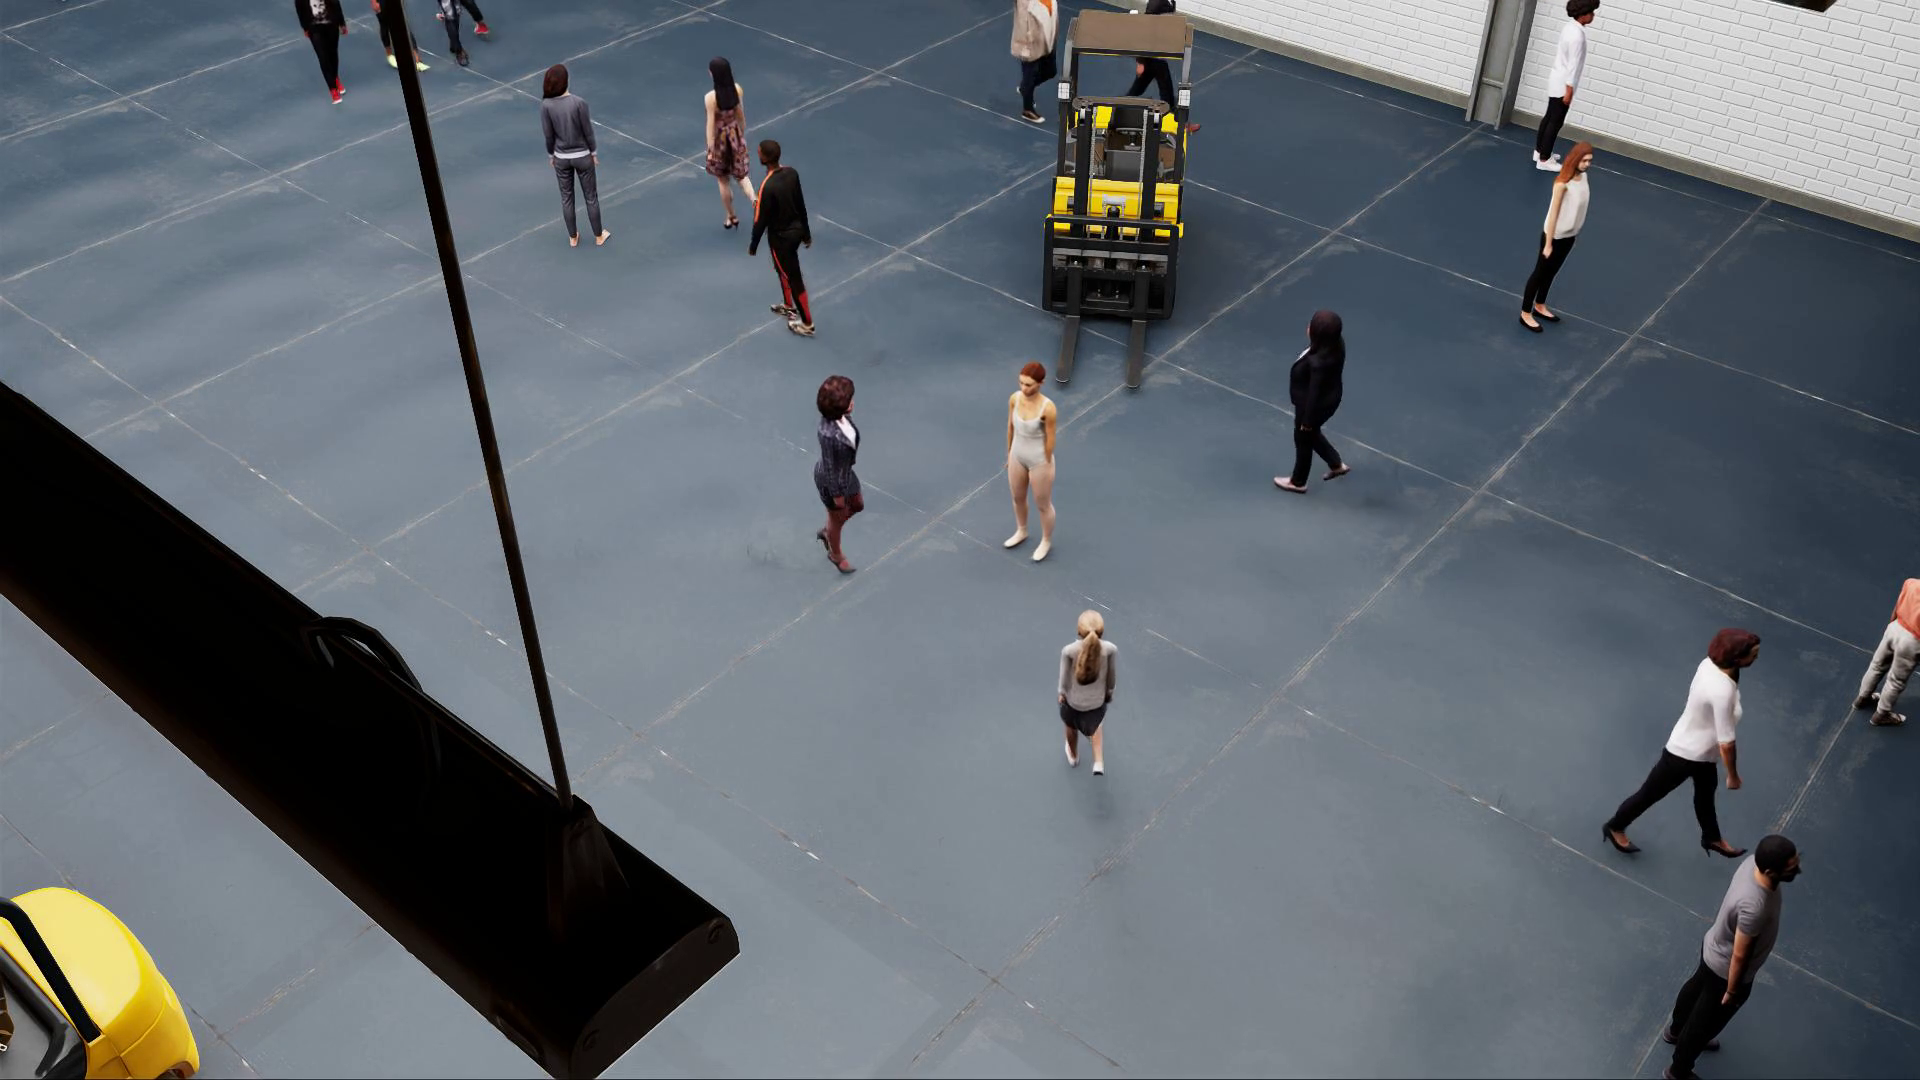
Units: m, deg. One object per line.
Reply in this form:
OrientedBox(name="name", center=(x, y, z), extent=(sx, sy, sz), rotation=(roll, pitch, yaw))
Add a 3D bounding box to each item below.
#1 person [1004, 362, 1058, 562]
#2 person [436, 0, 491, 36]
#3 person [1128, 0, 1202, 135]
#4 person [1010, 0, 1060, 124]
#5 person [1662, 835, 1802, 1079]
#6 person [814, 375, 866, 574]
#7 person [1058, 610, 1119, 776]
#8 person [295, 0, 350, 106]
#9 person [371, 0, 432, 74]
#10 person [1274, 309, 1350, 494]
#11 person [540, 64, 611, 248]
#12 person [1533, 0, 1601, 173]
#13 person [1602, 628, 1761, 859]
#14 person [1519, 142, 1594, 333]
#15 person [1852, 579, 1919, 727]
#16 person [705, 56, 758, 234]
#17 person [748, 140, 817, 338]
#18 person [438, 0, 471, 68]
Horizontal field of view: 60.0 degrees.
OrientedBox(name="person", center=(0.516, -0.581, 11.858), extent=(0.448, 1.641, 0.602), rotation=(23, 44, 26))
OrientedBox(name="person", center=(-5.909, -6.756, 19.534), extent=(1.198, 1.711, 0.757), rotation=(23, 44, 26))
OrientedBox(name="person", center=(1.955, -5.113, 17.377), extent=(1.276, 1.834, 1.033), rotation=(11, 40, 13))
OrientedBox(name="person", center=(0.731, -5.381, 17.679), extent=(0.759, 1.877, 0.690), rotation=(29, 47, 31))
OrientedBox(name="person", center=(3.886, 2.108, 8.398), extent=(0.656, 1.755, 0.677), rotation=(13, 40, 16))
OrientedBox(name="person", center=(-0.945, -0.434, 11.636), extent=(0.762, 1.686, 0.733), rotation=(9, 40, 12))
OrientedBox(name="person", center=(0.782, 0.973, 10.212), extent=(0.708, 1.266, 0.771), rotation=(-4, 39, -6))
OrientedBox(name="person", center=(-6.999, -5.659, 18.214), extent=(0.841, 1.643, 1.083), rotation=(-20, 43, -23))
OrientedBox(name="person", center=(-6.519, -6.146, 18.764), extent=(0.701, 1.718, 1.092), rotation=(-30, 47, -32))
OrientedBox(name="person", center=(2.735, -1.002, 12.412), extent=(0.859, 1.606, 0.763), rotation=(16, 41, 19))
OrientedBox(name="person", center=(-3.611, -3.576, 15.506), extent=(0.669, 1.767, 0.744), rotation=(-1, 39, -1))
OrientedBox(name="person", center=(6.111, -4.641, 16.806), extent=(0.720, 1.809, 0.710), rotation=(6, 39, 8))
OrientedBox(name="person", center=(4.073, 1.198, 9.537), extent=(1.113, 1.757, 0.823), rotation=(16, 41, 19))
OrientedBox(name="person", center=(5.161, -2.640, 14.374), extent=(0.609, 1.717, 0.548), rotation=(-28, 46, -30))
OrientedBox(name="person", center=(6.036, 0.629, 10.607), extent=(0.629, 1.310, 0.548), rotation=(-10, 40, -12))
OrientedBox(name="person", center=(-2.123, -3.661, 15.616), extent=(0.826, 1.763, 0.624), rotation=(29, 47, 31))
OrientedBox(name="person", center=(-1.400, -2.528, 14.178), extent=(0.849, 1.786, 0.723), rotation=(20, 43, 23))
OrientedBox(name="person", center=(-5.923, -6.449, 19.008), extent=(0.739, 1.887, 0.926), rotation=(-30, 48, -32))
